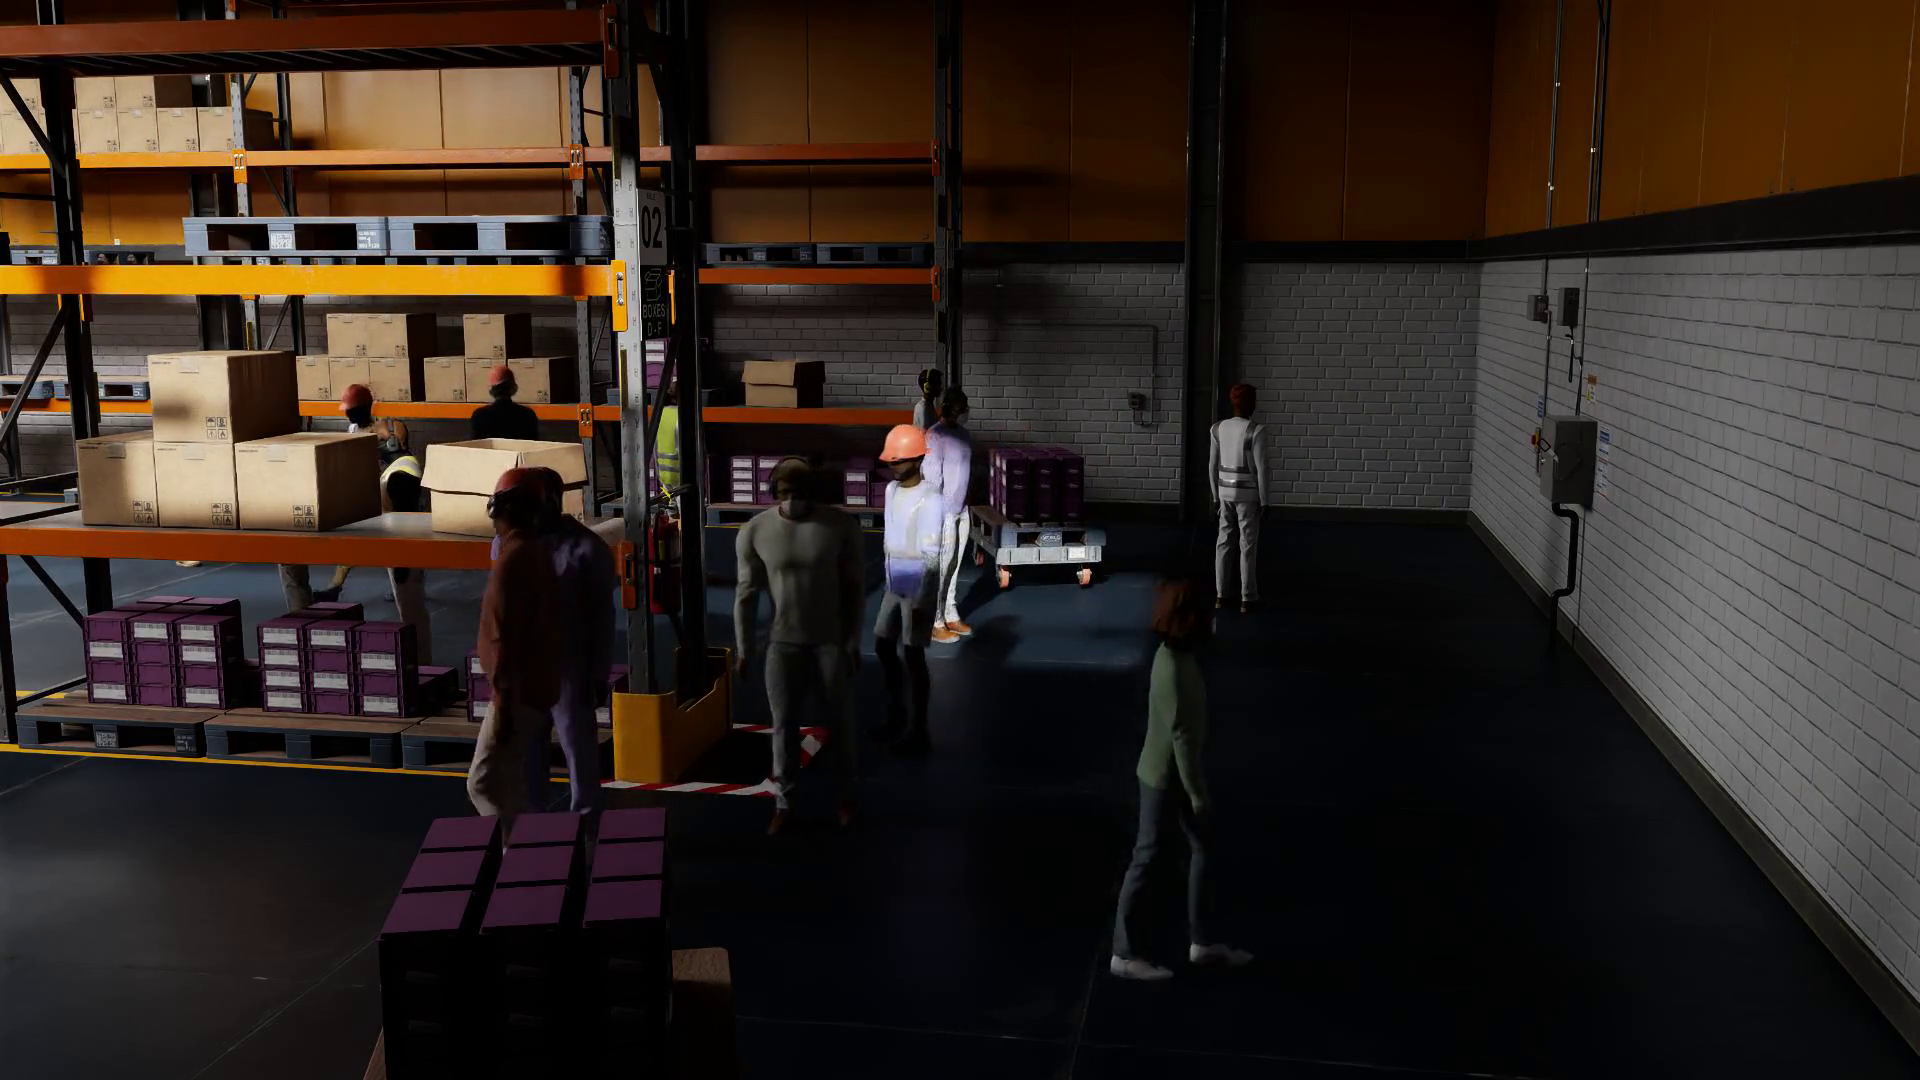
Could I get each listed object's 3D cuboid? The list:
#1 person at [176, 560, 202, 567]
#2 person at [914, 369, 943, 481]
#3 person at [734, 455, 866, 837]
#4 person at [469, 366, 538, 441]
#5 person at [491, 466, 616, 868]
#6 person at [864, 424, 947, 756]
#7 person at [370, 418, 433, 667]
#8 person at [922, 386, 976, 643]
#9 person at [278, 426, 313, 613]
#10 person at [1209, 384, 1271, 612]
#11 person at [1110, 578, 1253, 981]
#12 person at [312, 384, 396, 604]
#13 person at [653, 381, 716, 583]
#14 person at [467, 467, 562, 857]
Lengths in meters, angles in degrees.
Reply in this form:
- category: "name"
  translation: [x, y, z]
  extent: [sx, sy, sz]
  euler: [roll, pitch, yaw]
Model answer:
- category: "person"
  translation: [-7.338, -0.675, 15.879]
  extent: [0.429, 1.847, 0.627]
  euler: [2, 9, 13]
- category: "person"
  translation: [-0.298, -0.721, 16.089]
  extent: [0.312, 1.869, 0.536]
  euler: [0, 9, -1]
- category: "person"
  translation: [-0.790, 0.515, 8.277]
  extent: [0.667, 1.915, 0.483]
  euler: [0, 9, 0]
- category: "person"
  translation: [-4.133, -0.599, 15.096]
  extent: [0.608, 1.951, 0.970]
  euler: [-7, 12, -37]
- category: "person"
  translation: [-1.929, 0.602, 7.780]
  extent: [0.643, 1.905, 0.399]
  euler: [3, 10, 18]
- category: "person"
  translation: [-0.314, 0.286, 9.664]
  extent: [0.408, 1.924, 0.599]
  euler: [-6, 11, -33]
- category: "person"
  translation: [-3.739, 0.099, 11.135]
  extent: [0.430, 1.835, 0.621]
  euler: [-4, 10, -21]
- category: "person"
  translation: [-0.088, -0.200, 12.645]
  extent: [0.353, 1.937, 0.636]
  euler: [4, 10, 24]
- category: "person"
  translation: [-4.805, -0.024, 11.879]
  extent: [0.404, 1.830, 0.602]
  euler: [-3, 10, -17]
- category: "person"
  translation: [2.318, -0.345, 13.719]
  extent: [0.356, 1.883, 0.572]
  euler: [-9, 13, -44]
- category: "person"
  translation: [0.903, 0.950, 6.489]
  extent: [0.675, 1.612, 0.499]
  euler: [2, 9, 12]
- category: "person"
  translation: [-4.945, -0.352, 13.776]
  extent: [0.563, 1.870, 1.023]
  euler: [7, 12, 38]
- category: "person"
  translation: [-2.487, -0.526, 14.962]
  extent: [0.624, 1.845, 0.430]
  euler: [9, 12, 43]
- category: "person"
  translation: [-1.955, 0.669, 7.238]
  extent: [0.458, 1.943, 0.654]
  euler: [-1, 9, -5]
